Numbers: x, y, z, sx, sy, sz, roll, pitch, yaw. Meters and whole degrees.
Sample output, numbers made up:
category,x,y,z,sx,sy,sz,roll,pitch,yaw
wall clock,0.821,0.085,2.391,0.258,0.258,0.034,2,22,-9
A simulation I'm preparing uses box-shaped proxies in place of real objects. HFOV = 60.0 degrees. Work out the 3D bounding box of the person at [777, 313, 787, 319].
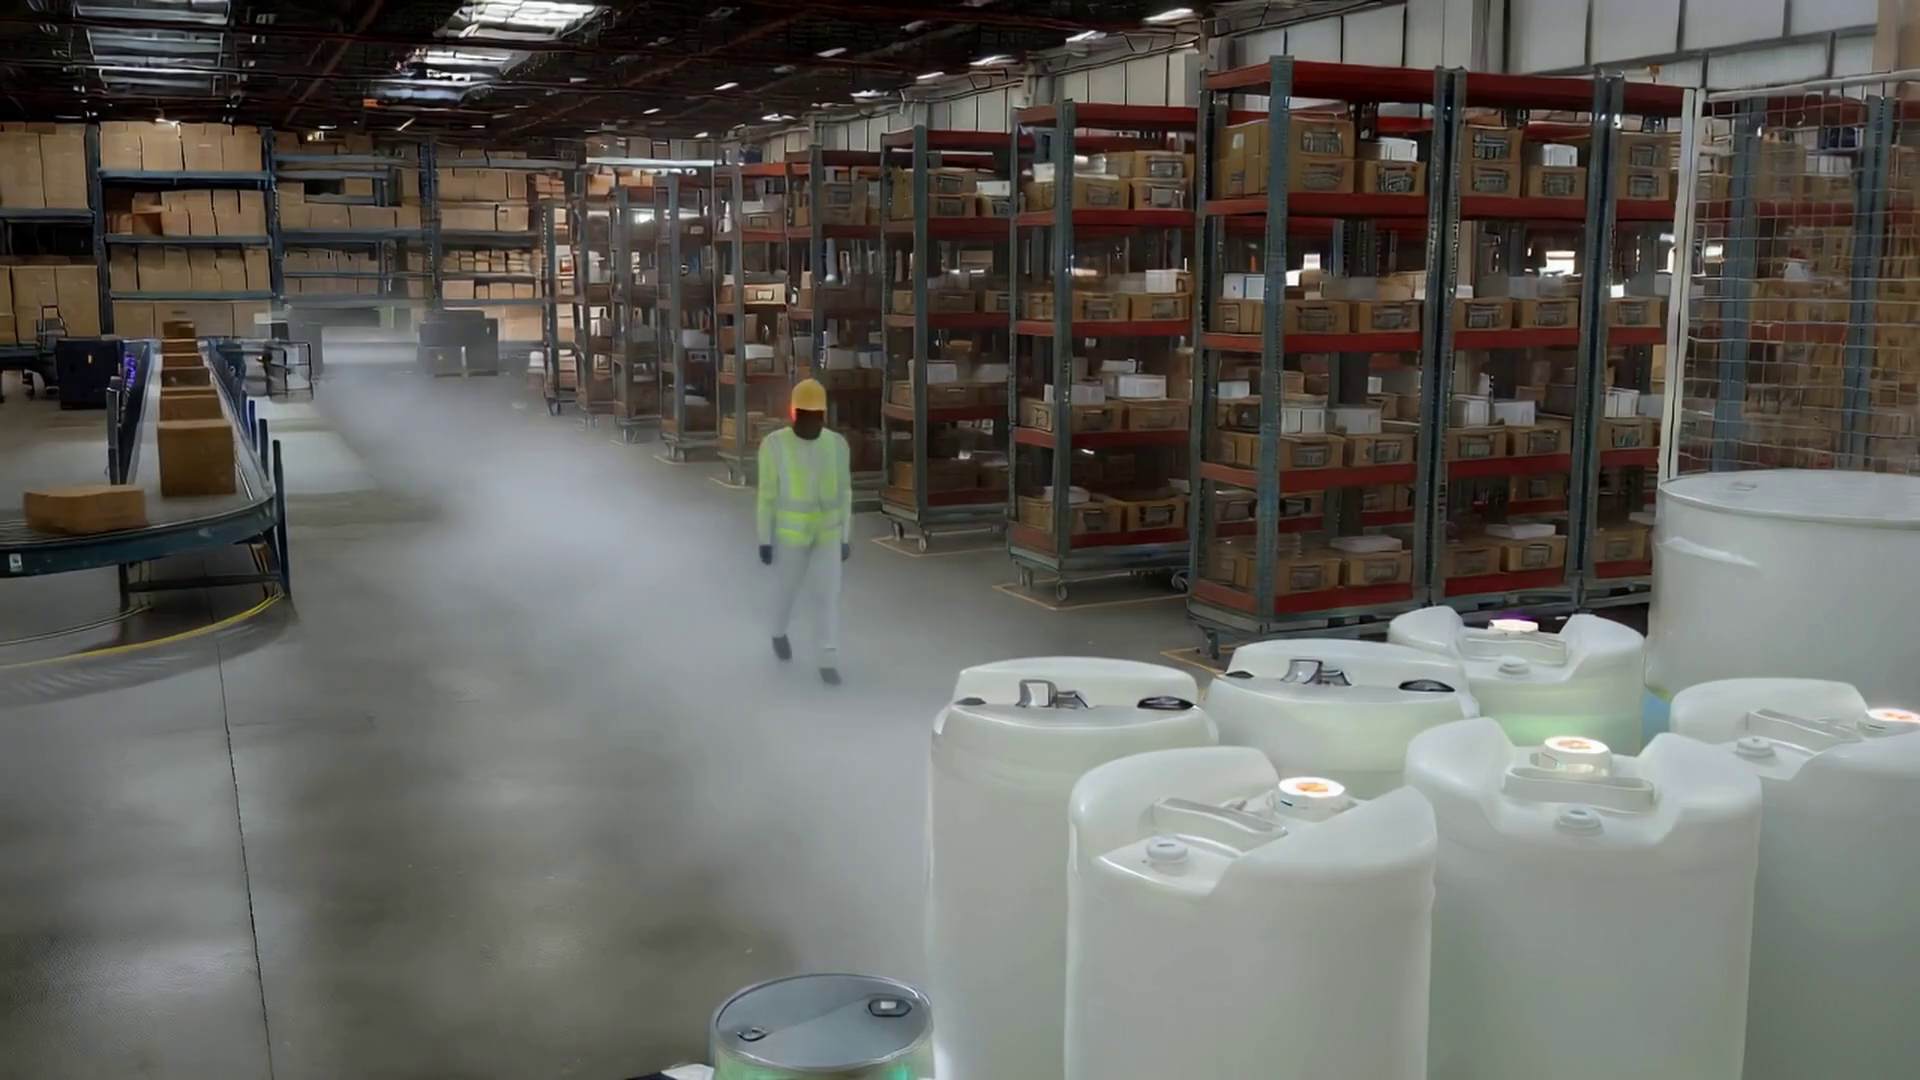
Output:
category,x,y,z,sx,sy,sz,roll,pitch,yaw
person,-4.972,-6.005,46.224,0.602,1.949,0.395,5,10,27

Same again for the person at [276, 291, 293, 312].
category,x,y,z,sx,sy,sz,roll,pitch,yaw
person,-17.128,-5.362,42.310,0.415,1.924,0.575,-5,10,-26

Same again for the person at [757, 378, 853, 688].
category,x,y,z,sx,sy,sz,roll,pitch,yaw
person,-0.935,-0.069,9.893,0.599,1.803,0.814,-3,10,-20

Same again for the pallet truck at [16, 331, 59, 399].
category,x,y,z,sx,sy,sz,roll,pitch,yaw
pallet truck,-17.082,-3.353,31.781,1.630,1.274,0.653,-4,10,-25

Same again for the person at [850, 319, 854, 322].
category,x,y,z,sx,sy,sz,roll,pitch,yaw
person,-3.394,-6.934,52.694,0.535,1.729,0.883,-5,10,-27
